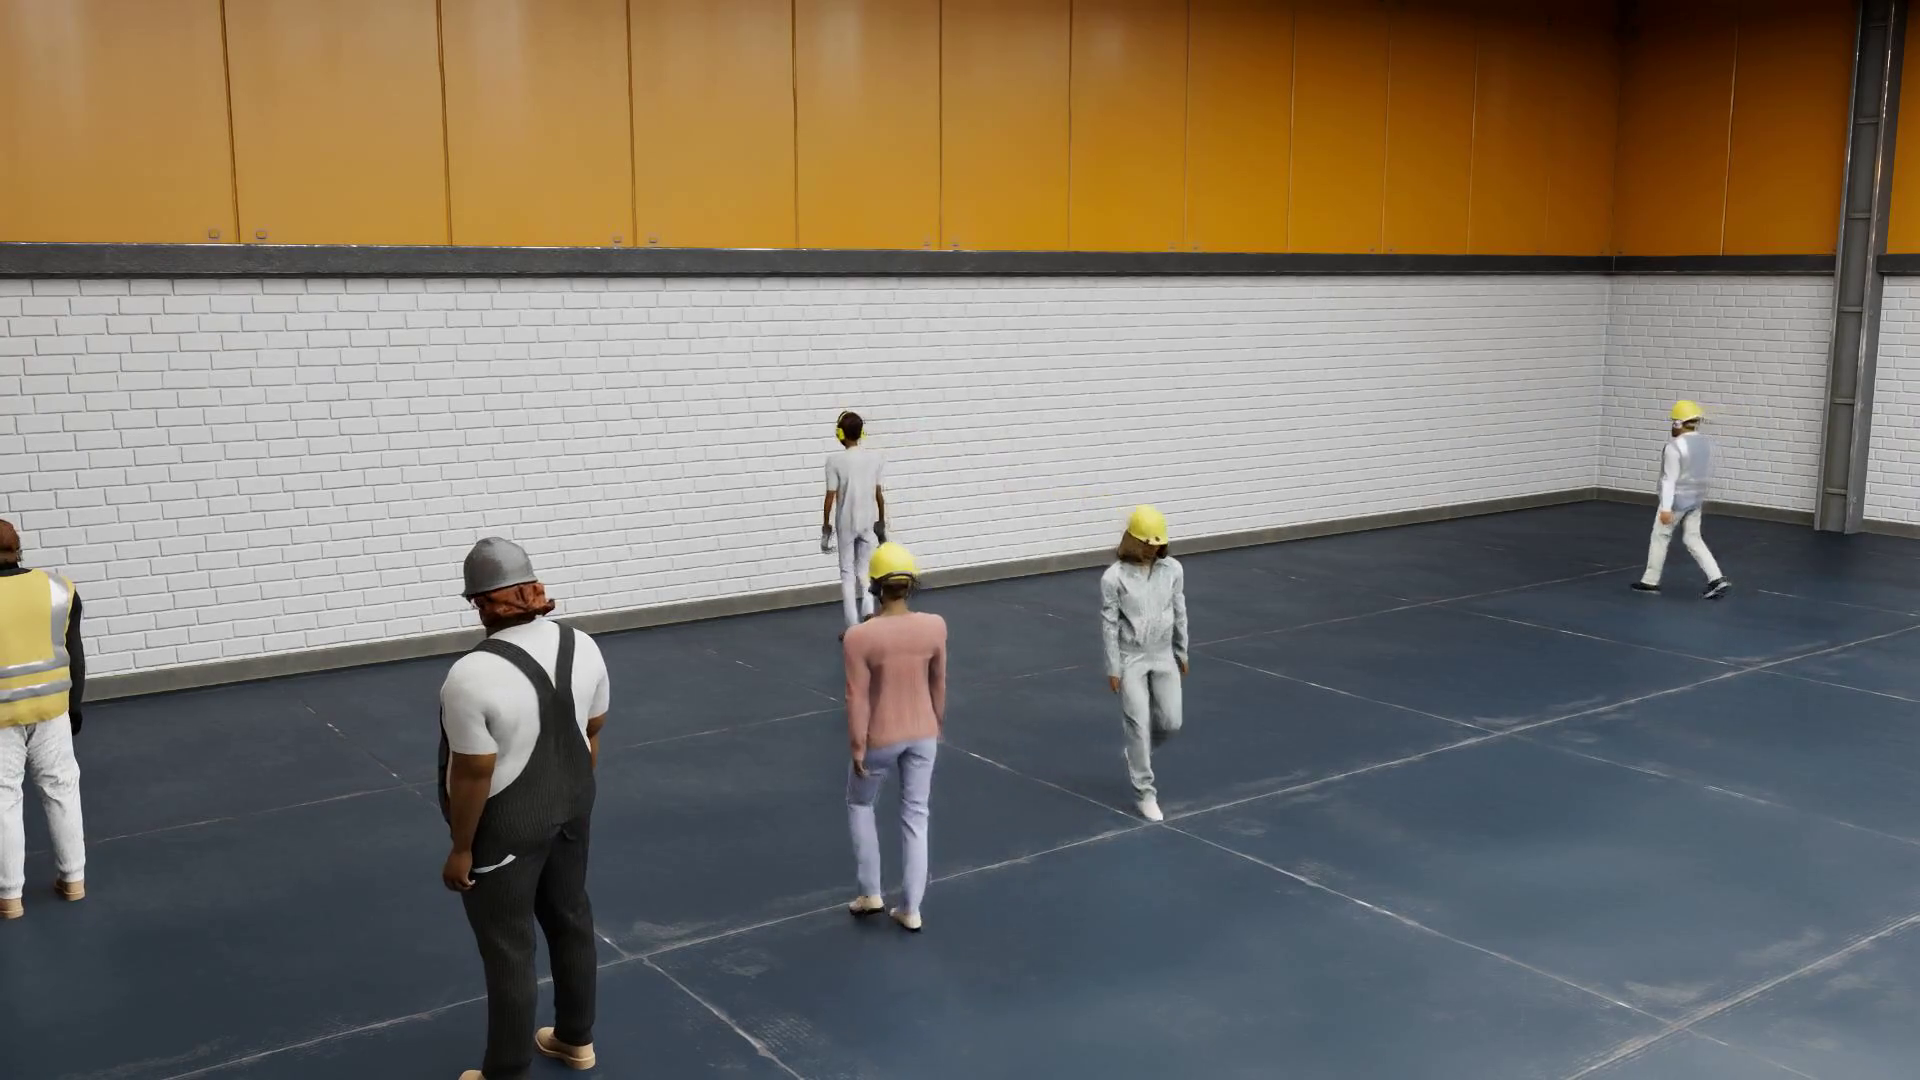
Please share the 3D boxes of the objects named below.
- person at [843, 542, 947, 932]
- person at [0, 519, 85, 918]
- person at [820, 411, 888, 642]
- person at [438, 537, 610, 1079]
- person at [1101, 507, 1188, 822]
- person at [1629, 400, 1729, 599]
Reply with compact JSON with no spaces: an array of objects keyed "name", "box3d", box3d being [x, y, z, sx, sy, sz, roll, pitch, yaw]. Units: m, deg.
[{"name":"person","box3d":[-0.304,0.875,7.488,0.531,1.751,0.528,-4,10,-22]},{"name":"person","box3d":[-4.341,0.808,7.636,0.430,1.838,0.620,8,12,41]},{"name":"person","box3d":[-0.852,-0.088,13.089,0.546,1.853,0.392,-5,11,-30]},{"name":"person","box3d":[-1.607,0.979,5.945,0.535,2.000,0.674,6,11,32]},{"name":"person","box3d":[0.980,0.648,8.982,0.534,1.708,0.543,-3,10,-21]},{"name":"person","box3d":[6.524,-0.362,14.961,0.607,1.803,0.852,-5,11,-29]}]
